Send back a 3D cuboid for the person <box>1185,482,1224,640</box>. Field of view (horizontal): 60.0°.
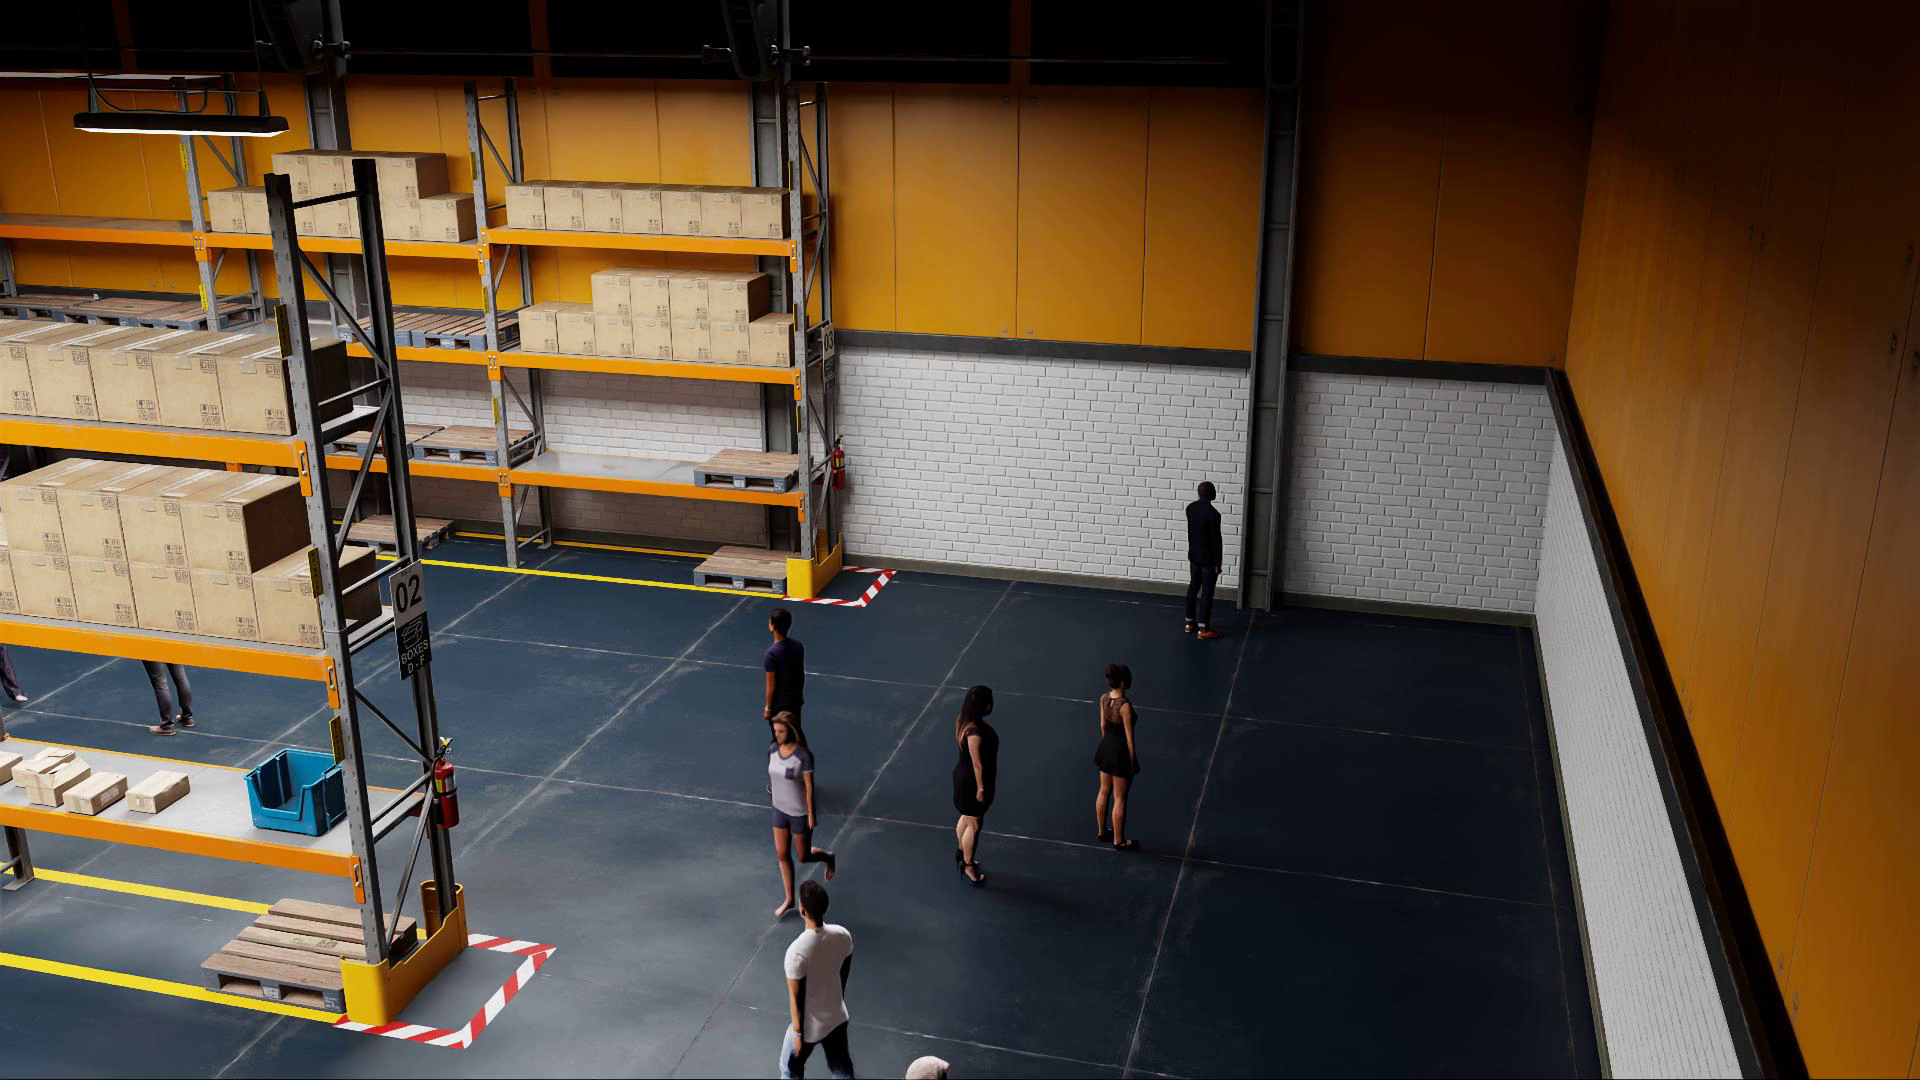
[{"bbox_3d":[2.753,0.209,18.825,0.840,1.818,0.780,-10,21,-28],"label":"person"}]

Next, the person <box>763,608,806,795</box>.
[{"bbox_3d":[-1.587,1.470,15.123,0.653,1.791,0.714,13,23,34],"label":"person"}]

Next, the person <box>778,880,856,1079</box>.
[{"bbox_3d":[-0.832,3.041,10.402,1.037,1.827,1.167,-15,24,-38],"label":"person"}]

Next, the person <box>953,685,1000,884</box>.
[{"bbox_3d":[0.103,1.996,13.686,0.757,1.712,0.742,-4,19,-12],"label":"person"}]

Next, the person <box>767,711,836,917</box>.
[{"bbox_3d":[-1.279,2.135,13.282,0.944,1.706,0.848,12,22,31],"label":"person"}]

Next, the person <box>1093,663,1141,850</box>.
[{"bbox_3d":[1.340,1.832,14.234,0.738,1.672,0.673,-11,22,-30],"label":"person"}]
